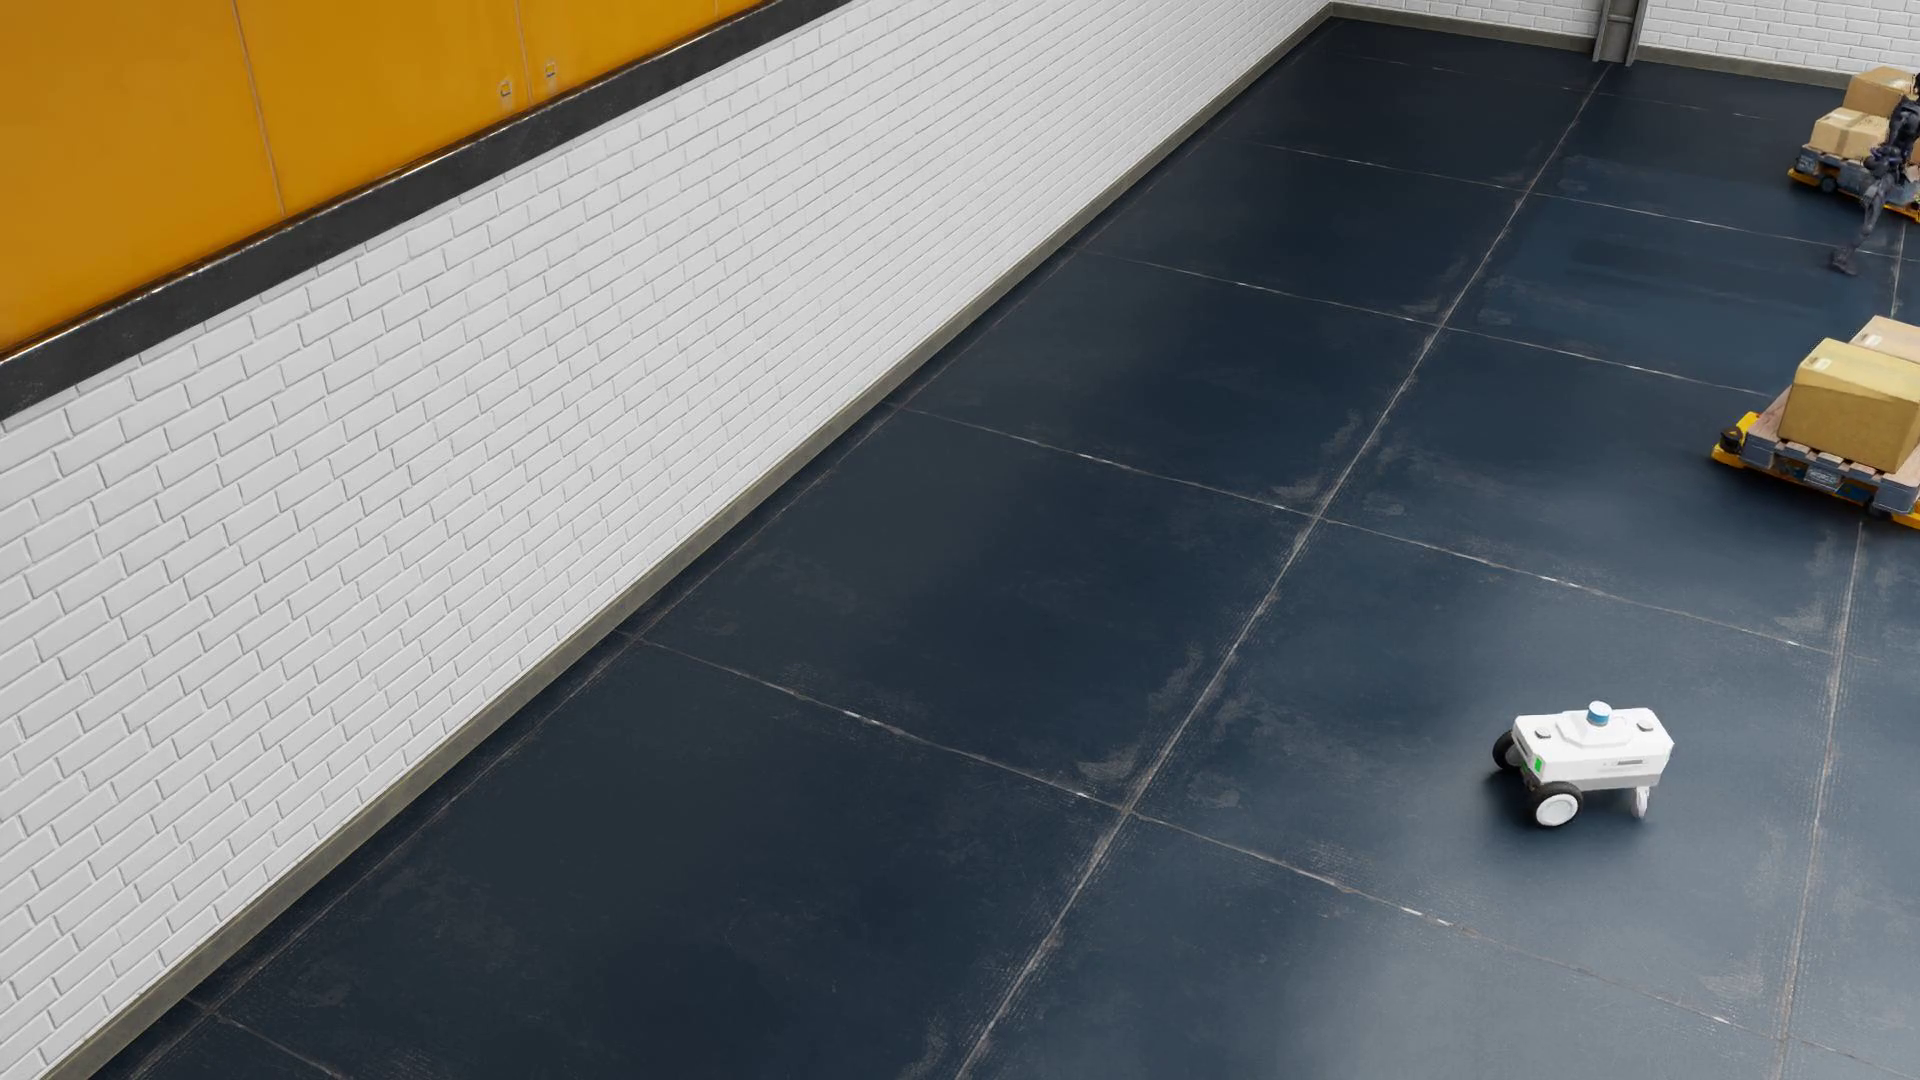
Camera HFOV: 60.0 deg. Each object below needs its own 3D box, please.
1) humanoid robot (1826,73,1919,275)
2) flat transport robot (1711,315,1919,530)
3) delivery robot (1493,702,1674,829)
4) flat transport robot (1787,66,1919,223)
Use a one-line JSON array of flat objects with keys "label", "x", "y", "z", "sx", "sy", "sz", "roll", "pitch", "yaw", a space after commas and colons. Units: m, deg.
[{"label": "humanoid robot", "x": 7.234, "y": -2.873, "z": 13.006, "sx": 0.611, "sy": 1.641, "sz": 0.415, "roll": -28, "pitch": 43, "yaw": -35}, {"label": "flat transport robot", "x": 5.680, "y": -0.479, "z": 10.690, "sx": 1.431, "sy": 0.231, "sz": 0.659, "roll": 26, "pitch": 42, "yaw": 33}, {"label": "delivery robot", "x": 3.041, "y": 1.062, "z": 8.153, "sx": 0.781, "sy": 0.609, "sz": 0.499, "roll": -3, "pitch": 34, "yaw": -5}, {"label": "flat transport robot", "x": 8.124, "y": -3.120, "z": 14.619, "sx": 0.659, "sy": 0.231, "sz": 1.431, "roll": -21, "pitch": 39, "yaw": -28}]
